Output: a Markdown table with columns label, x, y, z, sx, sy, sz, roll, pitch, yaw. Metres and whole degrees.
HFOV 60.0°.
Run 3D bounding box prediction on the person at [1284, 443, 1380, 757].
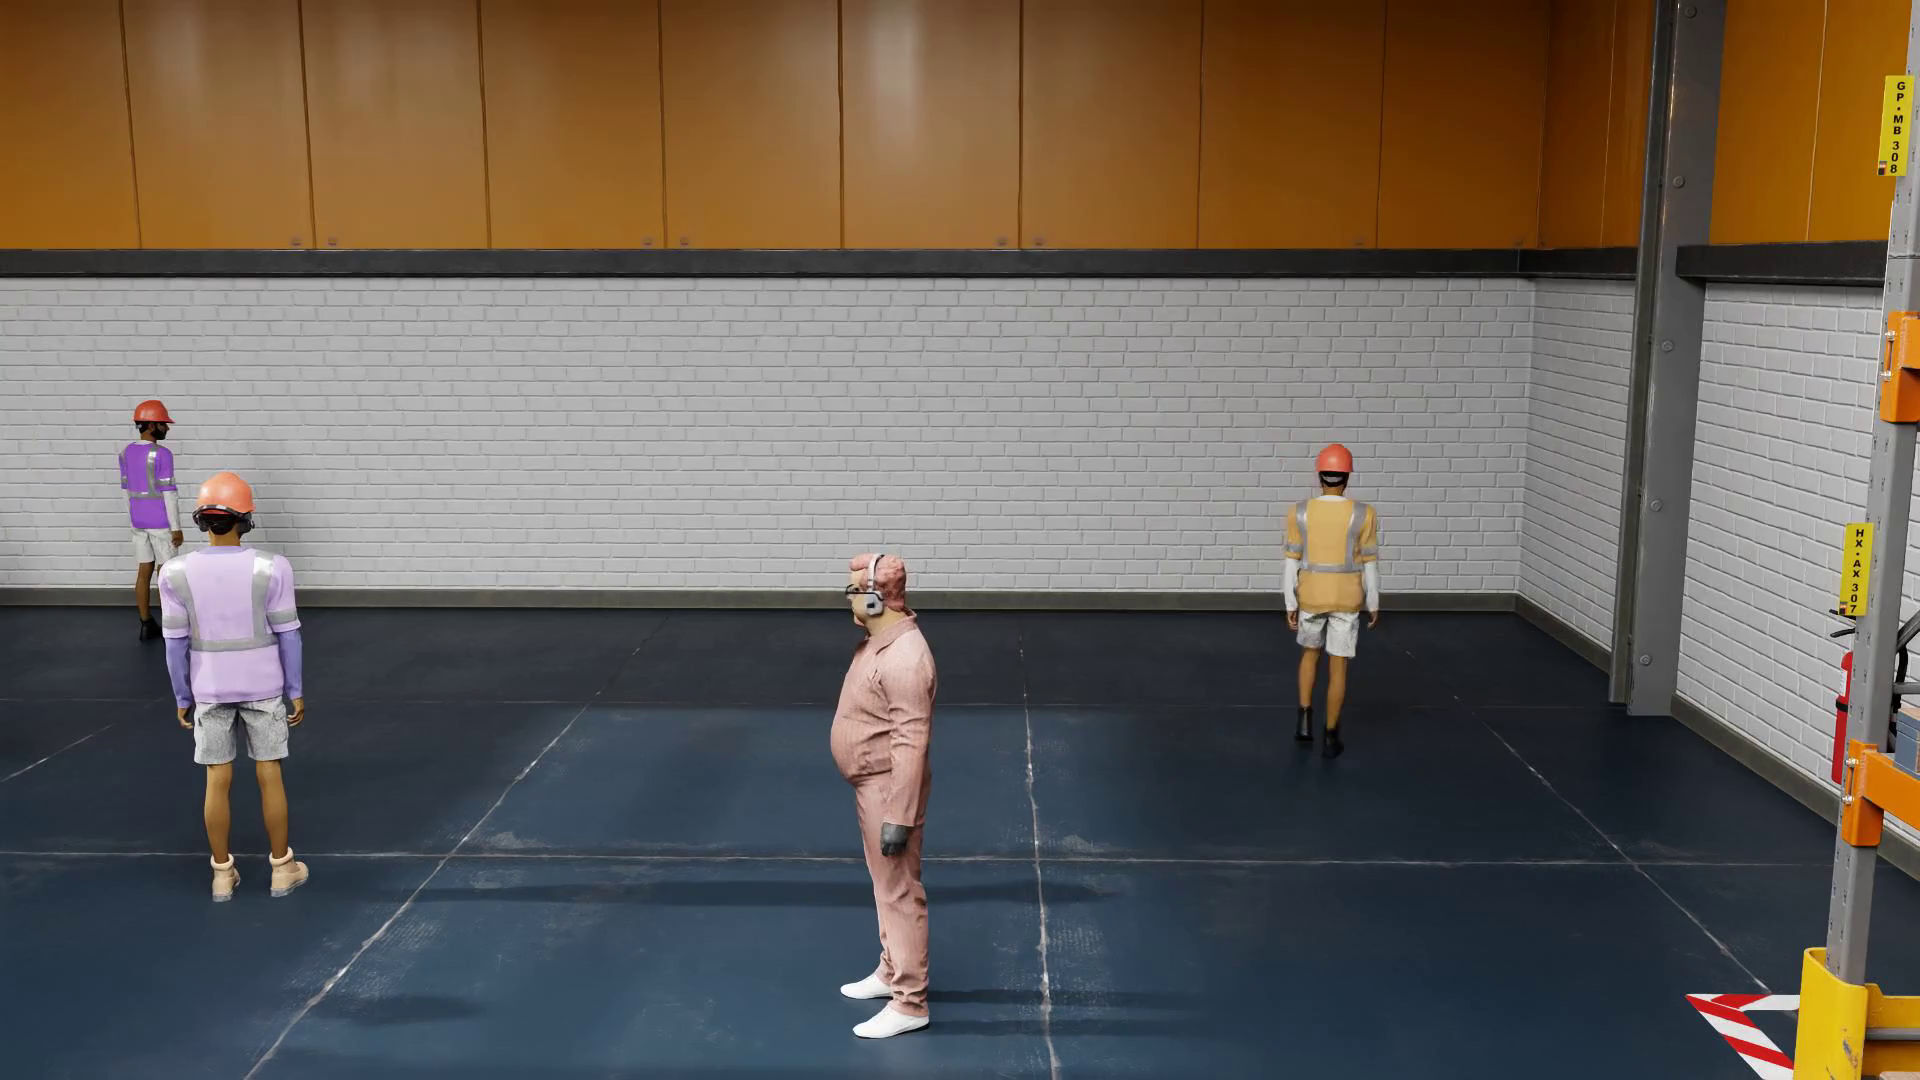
| label | x | y | z | sx | sy | sz | roll | pitch | yaw |
| --- | --- | --- | --- | --- | --- | --- | --- | --- | --- |
| person | 2.285 | 0.372 | 10.224 | 0.567 | 1.921 | 0.465 | 4 | 10 | 25 |

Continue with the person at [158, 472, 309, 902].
| label | x | y | z | sx | sy | sz | roll | pitch | yaw |
| --- | --- | --- | --- | --- | --- | --- | --- | --- | --- |
| person | -3.423 | 0.698 | 7.885 | 0.606 | 2.044 | 0.373 | -2 | 10 | -11 |

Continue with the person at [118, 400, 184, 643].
| label | x | y | z | sx | sy | sz | roll | pitch | yaw |
| --- | --- | --- | --- | --- | --- | --- | --- | --- | --- |
| person | -6.413 | -0.147 | 13.276 | 0.546 | 1.934 | 0.376 | 5 | 11 | 26 |

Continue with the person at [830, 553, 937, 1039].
| label | x | y | z | sx | sy | sz | roll | pitch | yaw |
| --- | --- | --- | --- | --- | --- | --- | --- | --- | --- |
| person | -0.307 | 0.991 | 6.546 | 0.403 | 1.904 | 0.651 | -2 | 10 | -10 |
